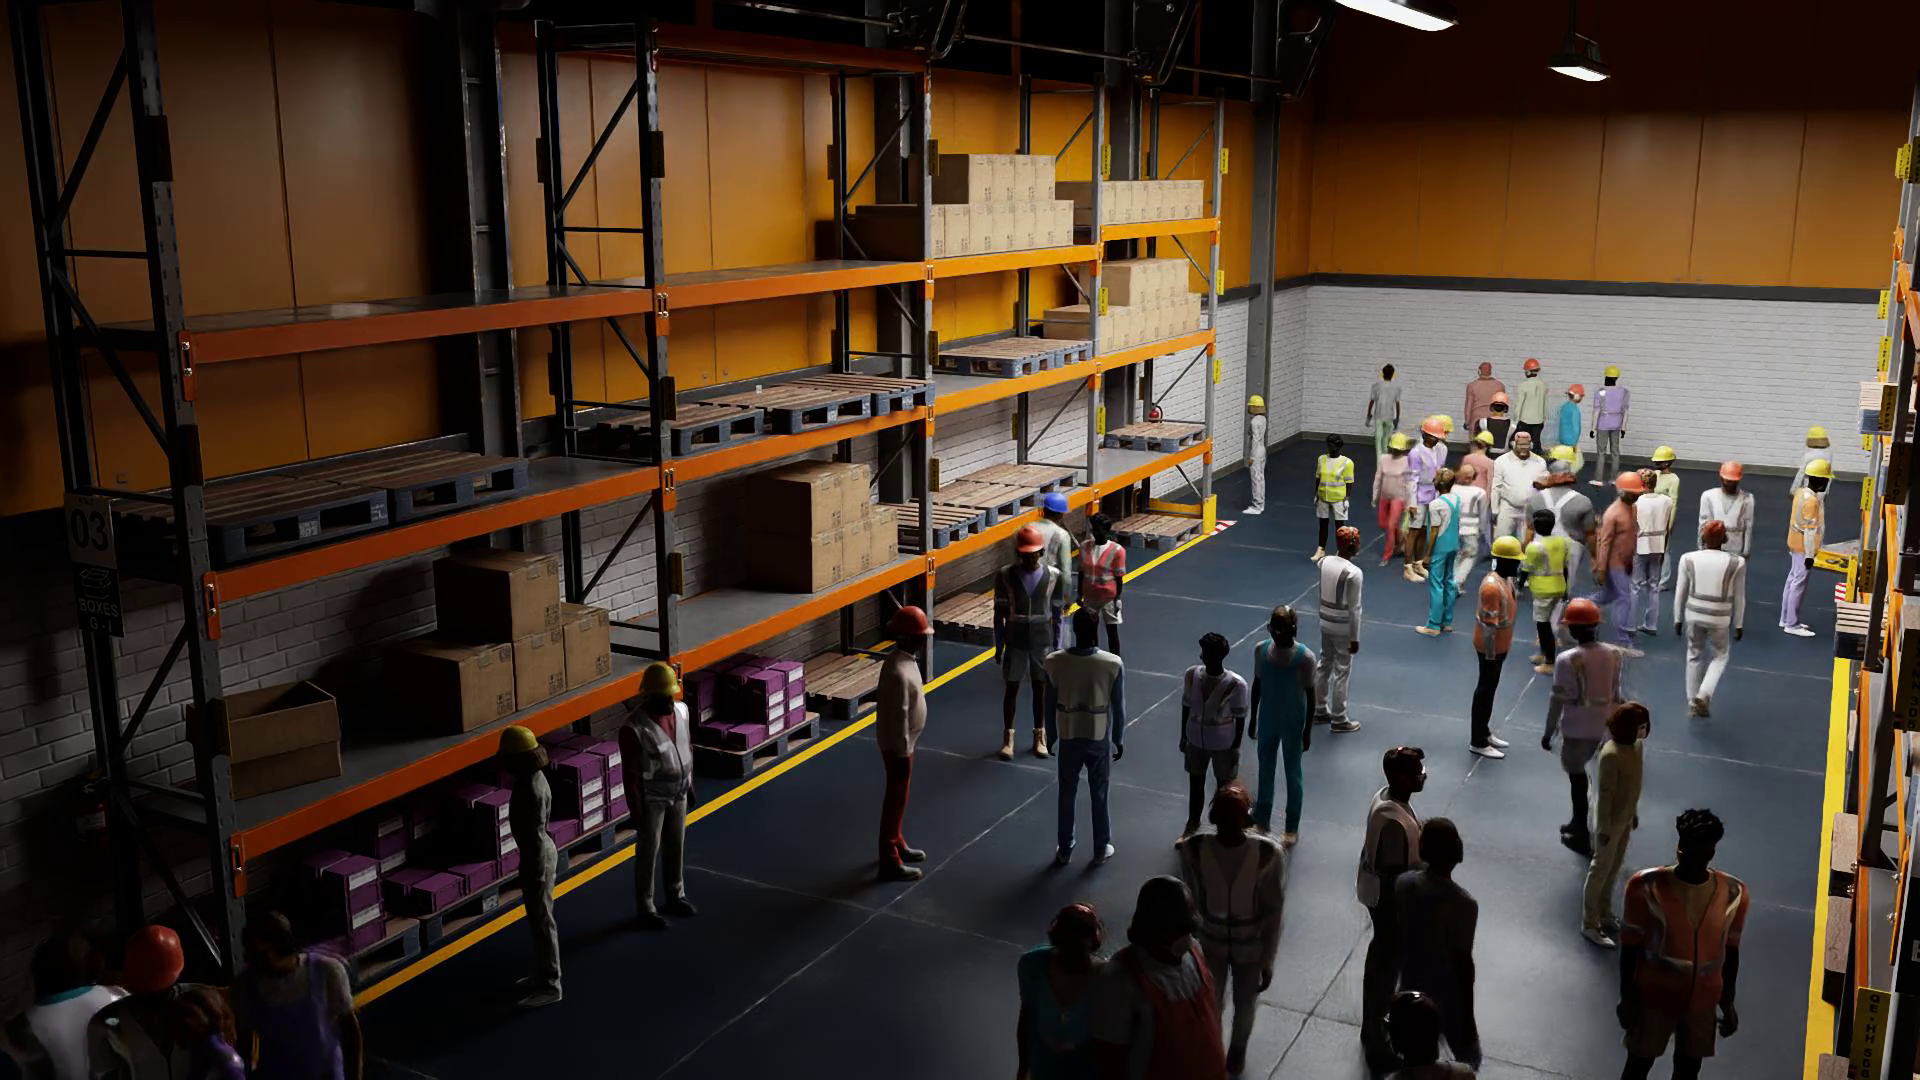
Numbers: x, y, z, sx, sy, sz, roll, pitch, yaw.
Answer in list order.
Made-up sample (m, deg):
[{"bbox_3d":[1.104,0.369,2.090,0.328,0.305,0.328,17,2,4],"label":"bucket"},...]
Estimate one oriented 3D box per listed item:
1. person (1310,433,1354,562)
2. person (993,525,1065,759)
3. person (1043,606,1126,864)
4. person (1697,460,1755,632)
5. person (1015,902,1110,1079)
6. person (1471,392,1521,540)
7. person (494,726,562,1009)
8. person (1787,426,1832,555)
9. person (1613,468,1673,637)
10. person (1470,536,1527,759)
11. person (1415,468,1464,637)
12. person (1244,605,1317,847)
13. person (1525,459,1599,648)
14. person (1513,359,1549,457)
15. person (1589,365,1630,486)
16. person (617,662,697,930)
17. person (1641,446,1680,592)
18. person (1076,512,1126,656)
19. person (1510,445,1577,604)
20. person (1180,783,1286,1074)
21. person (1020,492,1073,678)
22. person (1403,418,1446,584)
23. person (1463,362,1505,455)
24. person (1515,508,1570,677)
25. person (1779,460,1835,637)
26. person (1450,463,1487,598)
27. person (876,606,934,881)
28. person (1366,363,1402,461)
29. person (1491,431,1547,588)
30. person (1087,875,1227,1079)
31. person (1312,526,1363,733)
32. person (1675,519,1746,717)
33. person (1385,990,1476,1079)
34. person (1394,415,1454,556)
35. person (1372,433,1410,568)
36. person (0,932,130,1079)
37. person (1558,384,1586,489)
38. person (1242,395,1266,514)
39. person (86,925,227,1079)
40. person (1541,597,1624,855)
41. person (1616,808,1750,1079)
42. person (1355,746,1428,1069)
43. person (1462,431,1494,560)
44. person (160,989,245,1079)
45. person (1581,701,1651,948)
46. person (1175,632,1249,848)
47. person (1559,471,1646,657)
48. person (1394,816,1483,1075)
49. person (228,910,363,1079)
[{"bbox_3d":[4.759,-0.528,21.258,0.532,1.693,0.319,11,17,40],"label":"person"},{"bbox_3d":[0.590,0.872,14.197,0.609,2.044,0.393,0,13,-2],"label":"person"},{"bbox_3d":[0.896,1.419,12.033,0.593,1.919,0.392,2,13,8],"label":"person"},{"bbox_3d":[8.318,0.054,18.130,0.548,1.920,0.522,6,14,24],"label":"person"},{"bbox_3d":[0.531,2.457,7.660,0.592,1.813,0.855,5,14,22],"label":"person"},{"bbox_3d":[7.266,-1.004,22.634,0.618,2.029,0.409,3,13,12],"label":"person"},{"bbox_3d":[-2.607,1.954,10.066,0.324,1.729,0.490,-5,14,-22],"label":"person"},{"bbox_3d":[11.050,-0.632,21.641,0.531,1.730,0.400,-7,15,-30],"label":"person"},{"bbox_3d":[7.377,0.146,17.924,0.560,1.836,0.394,-3,13,-14],"label":"person"},{"bbox_3d":[4.626,0.901,14.331,0.388,1.927,0.589,6,14,26],"label":"person"},{"bbox_3d":[5.198,0.125,17.991,0.508,1.847,0.345,-10,16,-39],"label":"person"},{"bbox_3d":[2.392,1.372,12.408,0.516,1.843,0.325,10,16,37],"label":"person"},{"bbox_3d":[6.416,0.088,17.717,0.738,2.000,1.055,12,17,42],"label":"person"},{"bbox_3d":[9.219,-1.942,26.934,0.618,1.985,0.408,-5,13,-19],"label":"person"},{"bbox_3d":[10.327,-1.814,26.483,0.593,1.929,0.359,-1,13,-4],"label":"person"},{"bbox_3d":[-1.990,1.685,11.071,0.405,1.824,0.585,9,15,34],"label":"person"},{"bbox_3d":[8.370,-0.256,19.900,0.333,1.760,0.527,-2,13,-10],"label":"person"},{"bbox_3d":[1.382,0.554,16.425,0.531,1.689,0.318,8,15,33],"label":"person"},{"bbox_3d":[6.741,-0.187,19.314,0.741,1.890,0.639,8,15,33],"label":"person"},{"bbox_3d":[1.460,2.149,8.954,0.566,1.848,0.941,3,13,13],"label":"person"},{"bbox_3d":[0.864,0.467,16.391,0.631,1.882,0.830,8,15,33],"label":"person"},{"bbox_3d":[5.700,-0.493,20.340,0.409,2.031,0.609,12,17,43],"label":"person"},{"bbox_3d":[8.544,-1.962,27.198,0.643,1.908,0.411,0,13,-2],"label":"person"},{"bbox_3d":[5.804,0.509,16.635,0.541,1.672,0.595,-8,15,-32],"label":"person"},{"bbox_3d":[9.186,0.075,18.031,0.384,1.924,0.594,4,13,16],"label":"person"},{"bbox_3d":[5.863,-0.089,19.455,0.523,1.622,0.529,11,17,40],"label":"person"},{"bbox_3d":[-0.388,1.429,11.847,0.416,1.984,0.615,1,13,4],"label":"person"},{"bbox_3d":[7.011,-1.996,27.504,0.523,1.844,0.867,1,13,4],"label":"person"},{"bbox_3d":[6.724,-0.364,20.044,0.645,1.907,0.400,1,13,4],"label":"person"},{"bbox_3d":[0.904,2.423,7.258,0.535,2.000,0.674,12,17,43],"label":"person"},{"bbox_3d":[3.407,0.795,14.926,0.355,1.879,0.566,-5,14,-22],"label":"person"},{"bbox_3d":[6.821,0.738,15.195,0.601,1.866,0.499,9,15,34],"label":"person"},{"bbox_3d":[1.798,2.666,6.644,0.507,1.840,0.342,-5,13,-20],"label":"person"},{"bbox_3d":[6.062,-0.708,21.684,0.909,1.873,0.605,-5,14,-21],"label":"person"},{"bbox_3d":[5.562,-0.538,21.215,0.631,1.741,0.535,-11,17,-42],"label":"person"},{"bbox_3d":[-3.845,2.581,7.174,0.513,1.813,0.637,8,15,31],"label":"person"},{"bbox_3d":[9.478,-1.555,25.778,0.386,1.726,0.562,0,13,-2],"label":"person"},{"bbox_3d":[4.323,-1.257,24.407,0.317,1.742,0.492,6,14,24],"label":"person"},{"bbox_3d":[-3.346,2.527,7.051,0.542,1.928,0.374,-11,16,-39],"label":"person"},{"bbox_3d":[4.559,1.357,12.313,0.568,1.913,0.599,-4,13,-19],"label":"person"},{"bbox_3d":[3.556,2.244,8.236,0.607,1.963,0.374,1,13,3],"label":"person"},{"bbox_3d":[2.428,2.044,9.389,0.390,1.850,0.564,2,13,10],"label":"person"},{"bbox_3d":[6.600,-0.533,21.232,0.924,1.699,0.542,-11,16,-39],"label":"person"},{"bbox_3d":[-3.214,2.657,7.146,0.377,1.622,0.573,-11,17,-41],"label":"person"},{"bbox_3d":[4.292,1.825,10.854,0.270,1.632,0.504,12,17,43],"label":"person"},{"bbox_3d":[1.848,1.488,12.232,0.529,1.692,0.321,9,15,34],"label":"person"},{"bbox_3d":[6.751,0.208,17.387,0.904,1.956,0.621,10,16,38],"label":"person"},{"bbox_3d":[2.435,2.291,8.374,0.470,1.810,0.584,-8,15,-32],"label":"person"},{"bbox_3d":[-3.018,2.473,7.651,0.550,1.799,0.762,-5,13,-20],"label":"person"}]
